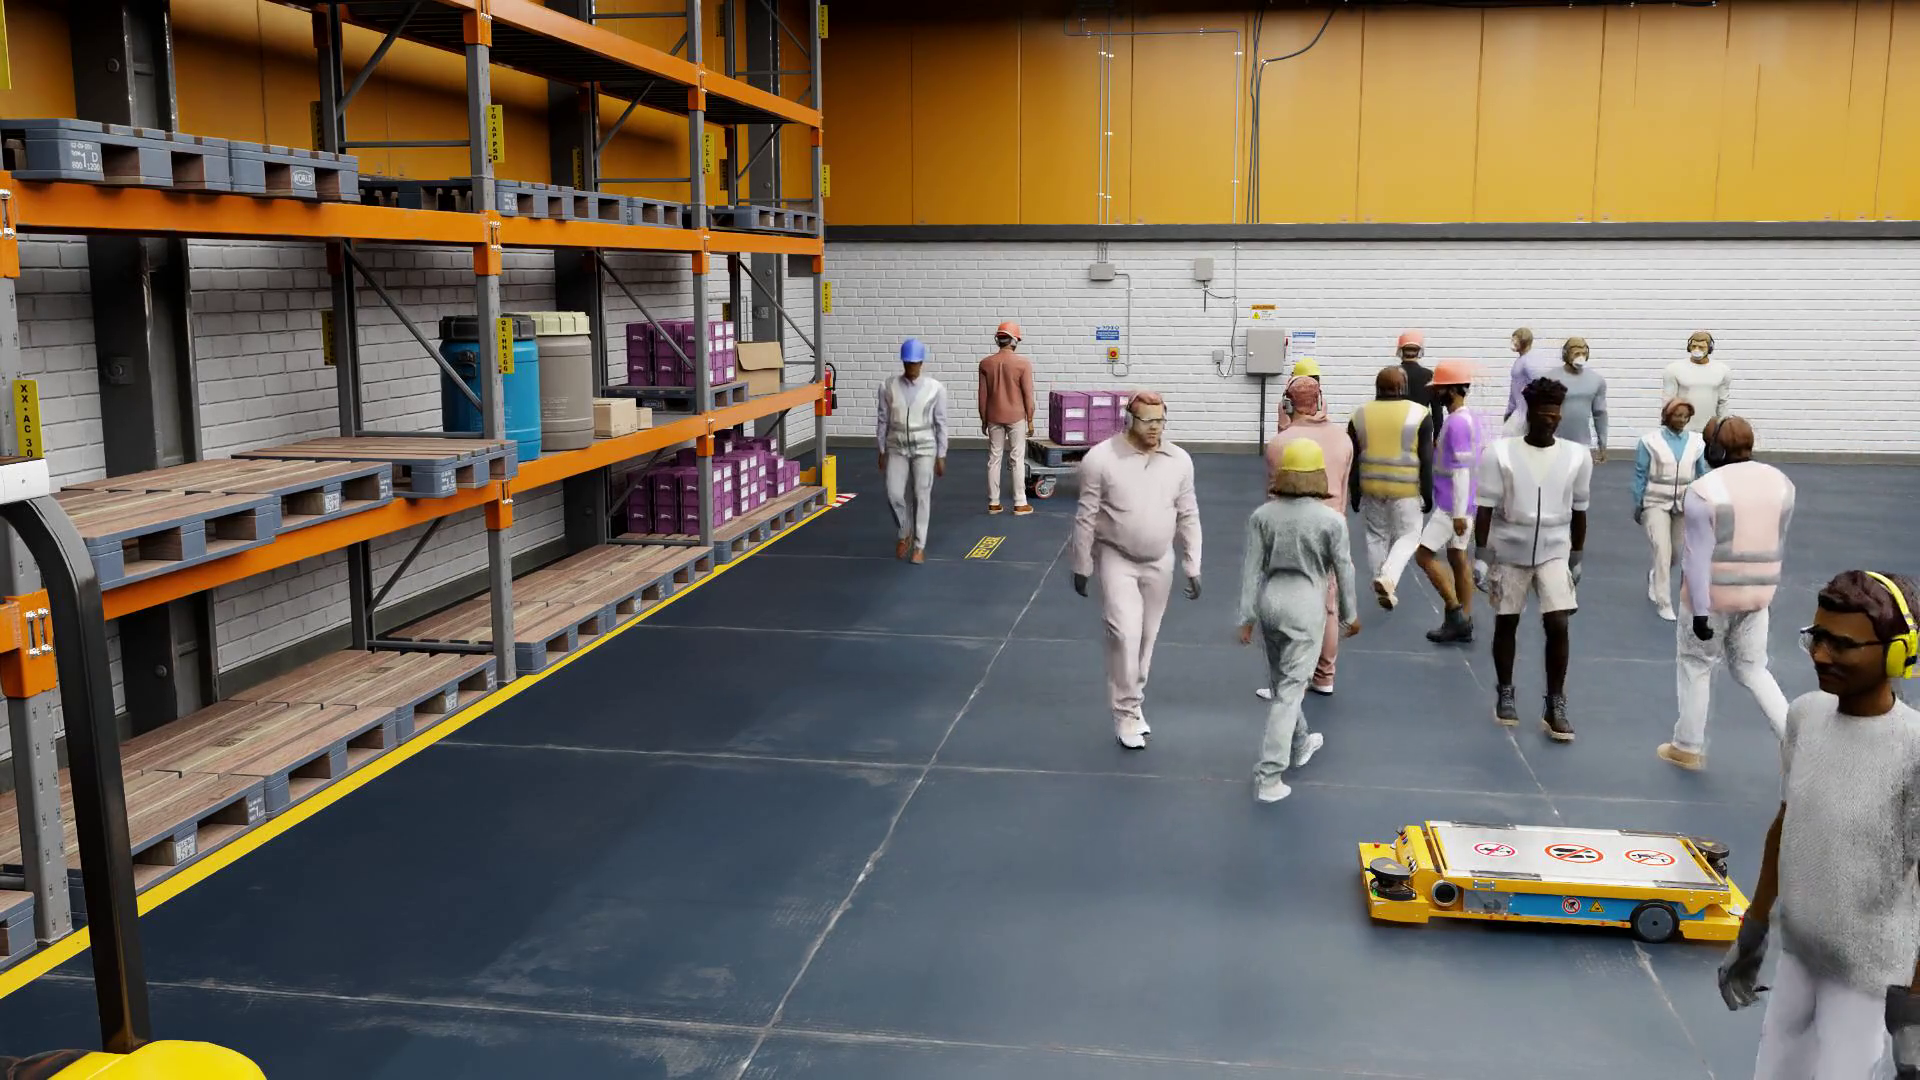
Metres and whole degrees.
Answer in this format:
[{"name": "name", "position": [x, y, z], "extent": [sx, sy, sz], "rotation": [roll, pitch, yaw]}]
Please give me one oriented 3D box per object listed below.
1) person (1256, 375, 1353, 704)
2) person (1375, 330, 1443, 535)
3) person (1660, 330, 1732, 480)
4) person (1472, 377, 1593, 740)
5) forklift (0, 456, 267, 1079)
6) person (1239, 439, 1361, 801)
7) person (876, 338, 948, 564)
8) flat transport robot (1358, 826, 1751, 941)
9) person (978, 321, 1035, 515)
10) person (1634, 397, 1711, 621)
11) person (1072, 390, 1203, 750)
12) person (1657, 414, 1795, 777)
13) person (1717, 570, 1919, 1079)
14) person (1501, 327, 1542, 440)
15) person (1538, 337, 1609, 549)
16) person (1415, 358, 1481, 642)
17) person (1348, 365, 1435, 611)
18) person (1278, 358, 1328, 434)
[{"name": "person", "position": [1.978, -0.003, 9.695], "extent": [0.643, 1.905, 0.400], "rotation": [-7, 11, -36]}, {"name": "person", "position": [4.129, -0.958, 15.411], "extent": [0.665, 1.950, 0.956], "rotation": [1, 9, 8]}, {"name": "person", "position": [7.092, -1.055, 16.074], "extent": [0.635, 1.935, 0.350], "rotation": [1, 9, 9]}, {"name": "person", "position": [3.075, 0.101, 8.952], "extent": [0.633, 1.938, 0.780], "rotation": [1, 9, 9]}, {"name": "forklift", "position": [-2.328, 0.975, 2.765], "extent": [2.313, 2.155, 1.214], "rotation": [1, 9, 9]}, {"name": "person", "position": [1.648, 0.364, 8.050], "extent": [0.499, 1.700, 0.879], "rotation": [8, 12, 39]}, {"name": "person", "position": [-0.410, -0.751, 14.191], "extent": [0.631, 1.930, 0.444], "rotation": [1, 9, 7]}, {"name": "flat transport robot", "position": [2.325, 1.321, 6.541], "extent": [1.431, 0.197, 0.652], "rotation": [1, 9, 9]}, {"name": "person", "position": [0.489, -1.246, 17.105], "extent": [0.611, 1.985, 0.393], "rotation": [4, 10, 23]}, {"name": "person", "position": [5.196, -0.258, 12.192], "extent": [0.516, 1.608, 0.775], "rotation": [1, 9, 6]}, {"name": "person", "position": [0.983, 0.156, 8.777], "extent": [0.667, 1.873, 0.800], "rotation": [-3, 10, -18]}, {"name": "person", "position": [3.811, 0.294, 8.133], "extent": [0.620, 1.815, 0.748], "rotation": [-2, 9, -12]}, {"name": "person", "position": [1.986, 0.975, 3.794], "extent": [0.574, 1.858, 0.552], "rotation": [-1, 9, -9]}, {"name": "person", "position": [6.325, -1.432, 18.584], "extent": [1.054, 1.891, 0.643], "rotation": [2, 9, 12]}, {"name": "person", "position": [5.459, -0.829, 14.738], "extent": [0.655, 1.914, 0.803], "rotation": [-1, 9, -6]}, {"name": "person", "position": [3.296, -0.249, 11.151], "extent": [0.432, 1.921, 0.547], "rotation": [4, 10, 25]}, {"name": "person", "position": [3.125, -0.361, 12.124], "extent": [0.641, 1.830, 0.607], "rotation": [6, 11, 34]}, {"name": "person", "position": [2.932, -0.668, 14.200], "extent": [0.533, 1.772, 0.298], "rotation": [-5, 11, -30]}]
